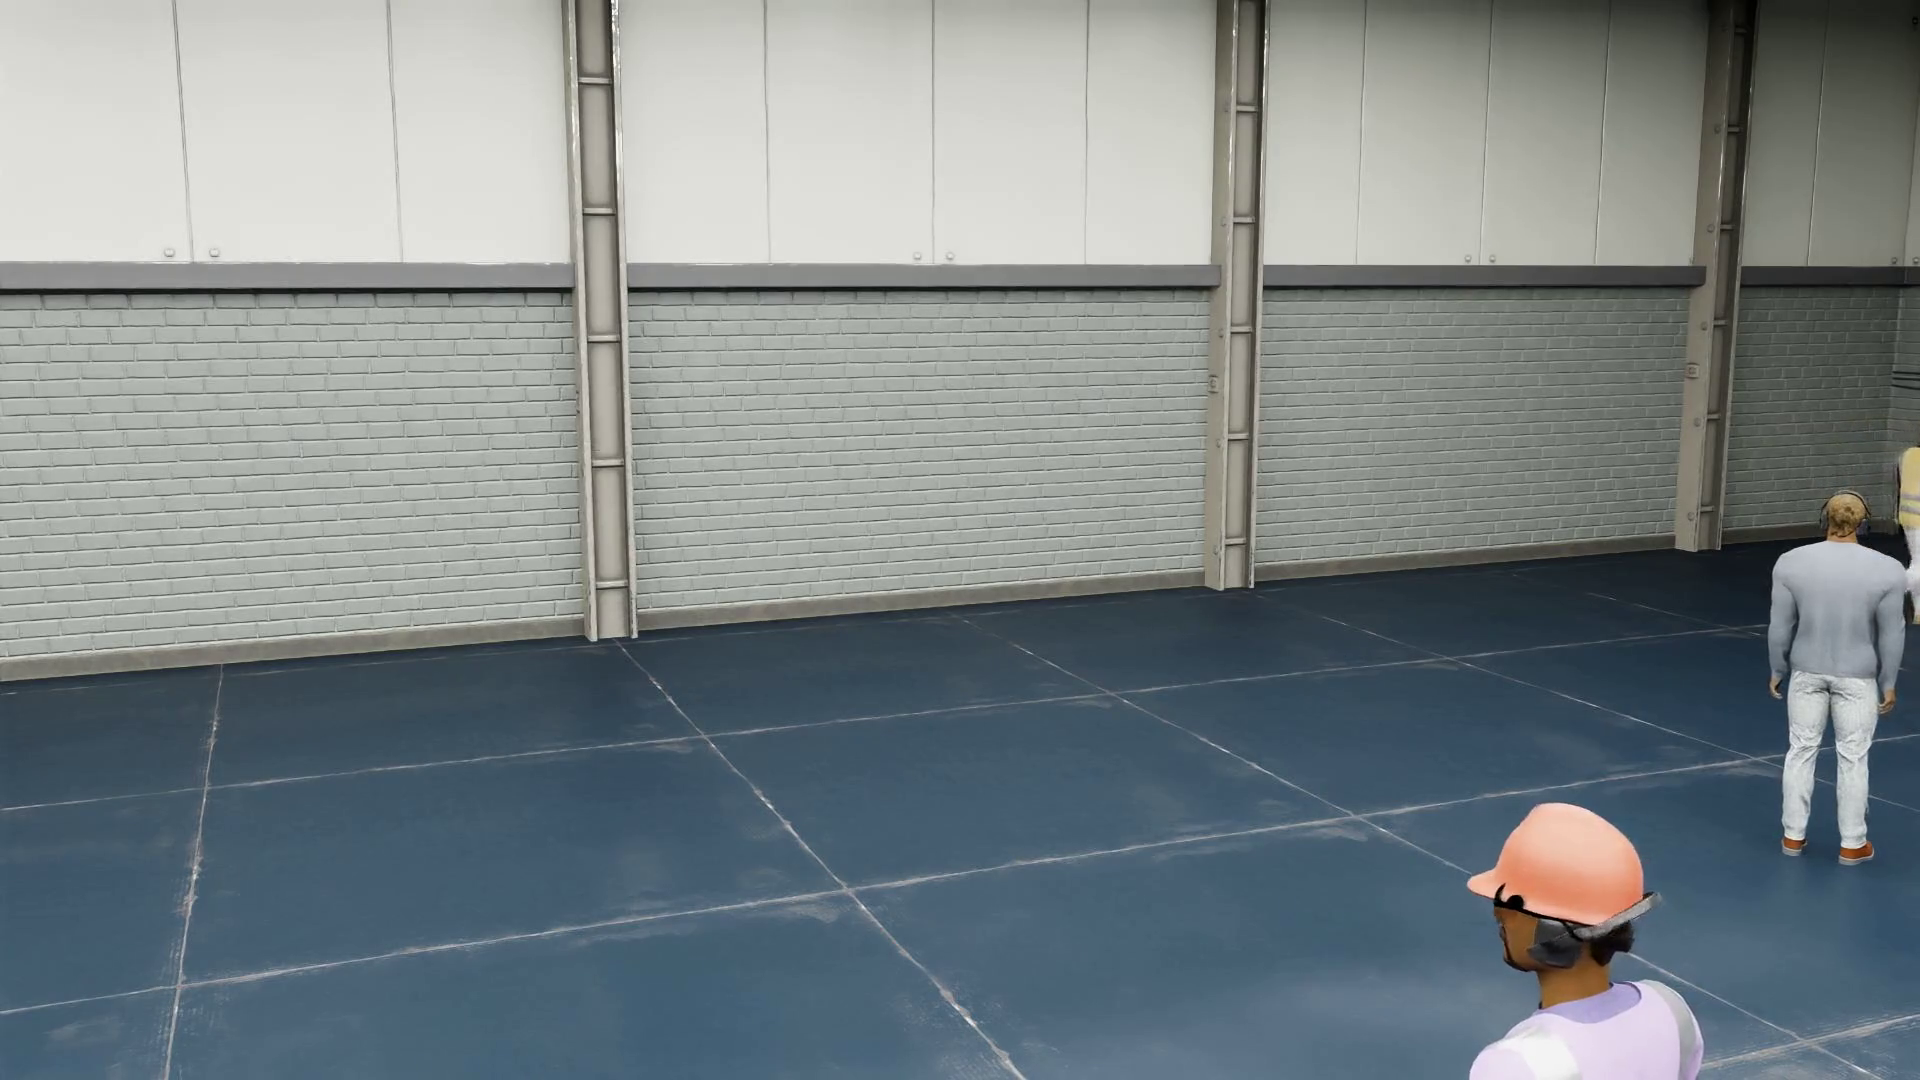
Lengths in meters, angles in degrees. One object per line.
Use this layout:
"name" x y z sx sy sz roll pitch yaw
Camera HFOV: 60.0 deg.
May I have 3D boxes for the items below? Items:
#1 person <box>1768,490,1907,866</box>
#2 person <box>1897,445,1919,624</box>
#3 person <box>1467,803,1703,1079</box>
"person" 4.513 0.706 8.606 0.628 1.940 0.378 7 12 38
"person" 8.231 -0.147 14.314 0.705 1.827 0.624 -1 9 -3
"person" 1.138 1.507 3.243 0.615 2.042 0.376 -7 11 -37
